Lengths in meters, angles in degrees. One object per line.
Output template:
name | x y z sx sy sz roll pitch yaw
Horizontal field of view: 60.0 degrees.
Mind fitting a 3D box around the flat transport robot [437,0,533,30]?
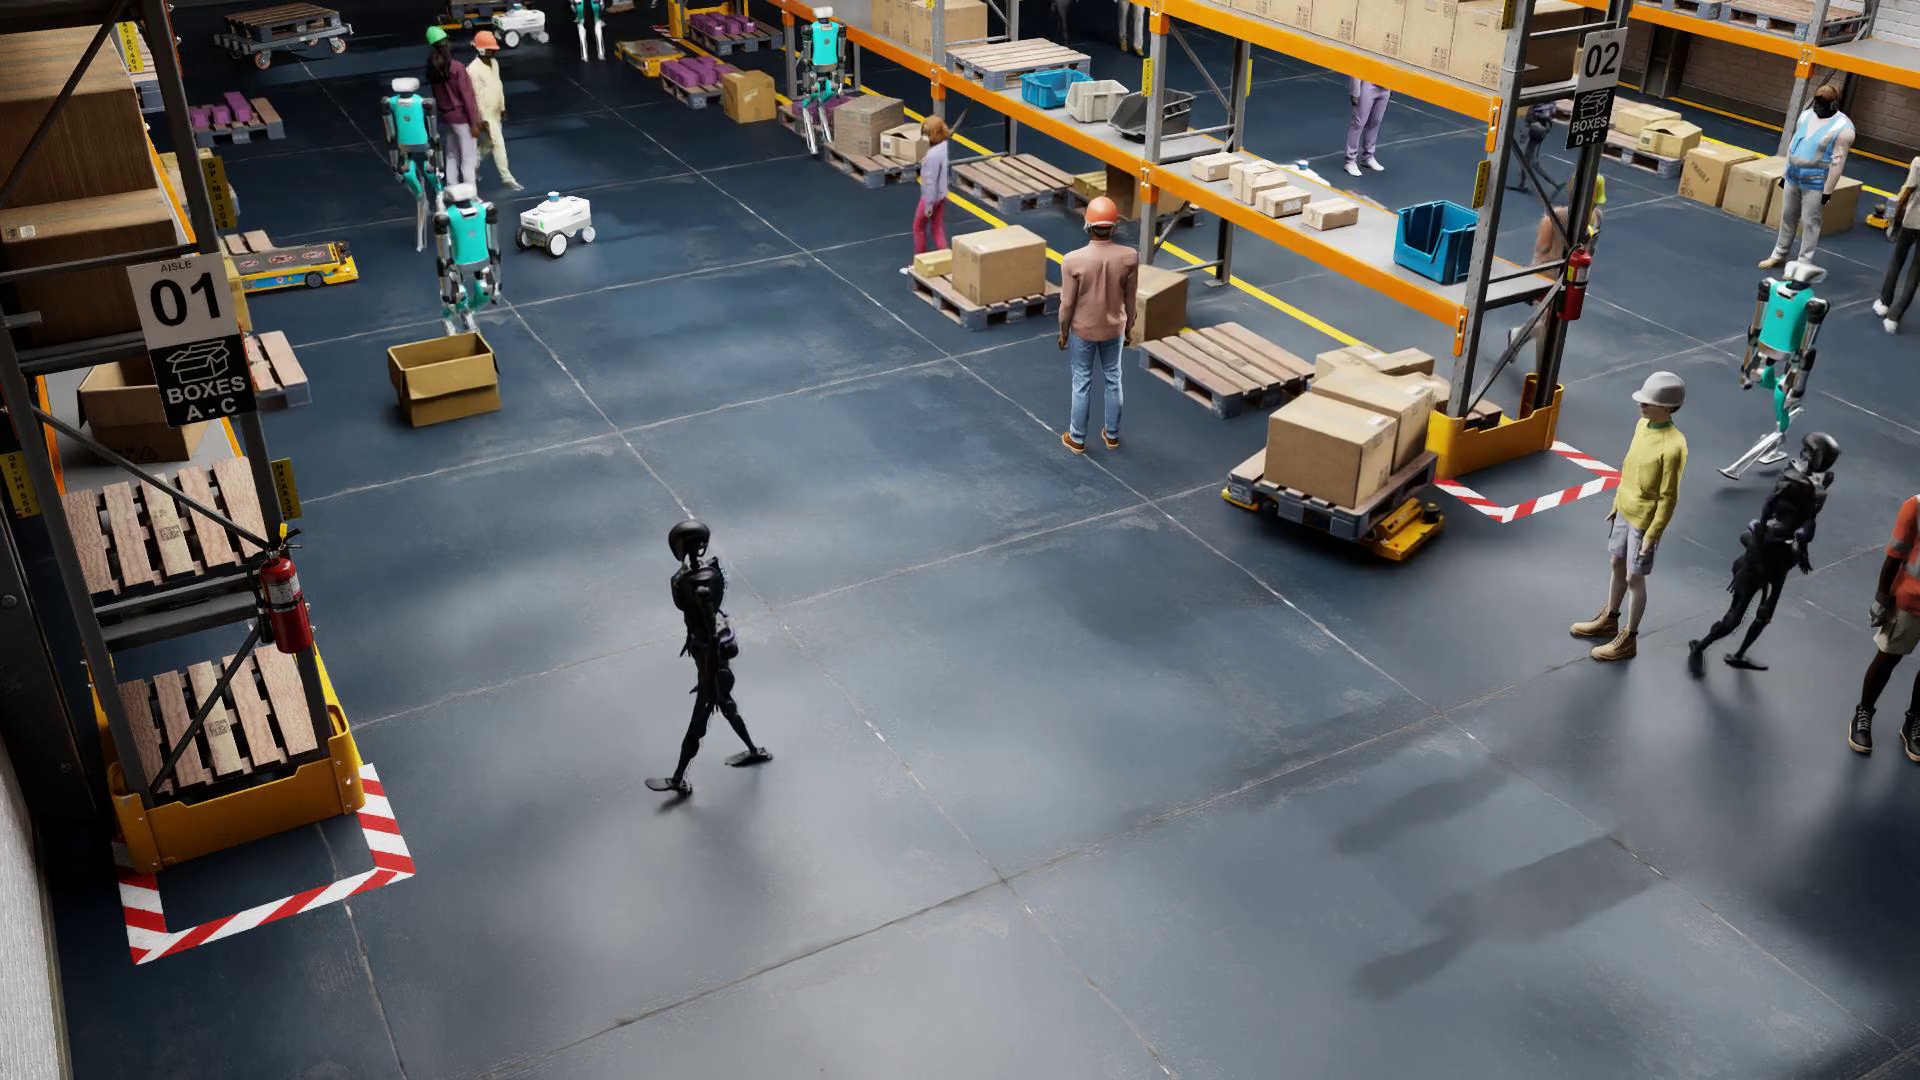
flat transport robot | -7.189 -7.967 25.279 1.431 0.231 0.659 -10 31 -17

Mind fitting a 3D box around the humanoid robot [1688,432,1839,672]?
humanoid robot | 4.791 0.067 9.888 0.618 1.645 0.476 -16 34 -26

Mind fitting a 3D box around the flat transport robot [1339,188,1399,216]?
flat transport robot | 4.065 -3.329 17.205 0.659 0.231 1.431 -9 31 -16

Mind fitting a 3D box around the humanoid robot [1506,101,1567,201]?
humanoid robot | 6.314 -4.501 17.853 0.666 1.622 0.589 18 34 28

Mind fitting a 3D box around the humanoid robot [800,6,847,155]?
humanoid robot | -1.618 -5.286 19.003 0.533 1.677 0.735 -12 32 -21

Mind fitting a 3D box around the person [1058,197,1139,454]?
person | 1.024 -1.590 12.448 0.611 1.994 0.379 -7 31 -12

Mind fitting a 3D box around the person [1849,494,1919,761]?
person | 5.341 0.340 9.128 0.605 1.958 0.374 8 31 13

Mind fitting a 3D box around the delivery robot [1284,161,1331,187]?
delivery robot | 3.606 -3.675 17.539 0.499 0.614 0.815 -10 31 -17

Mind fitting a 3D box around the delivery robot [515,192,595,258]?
delivery robot | -4.047 -3.180 16.653 0.499 0.589 0.782 19 35 29

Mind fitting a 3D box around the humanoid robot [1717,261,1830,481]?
humanoid robot | 6.002 -1.215 12.051 1.028 1.733 0.549 -15 33 -24

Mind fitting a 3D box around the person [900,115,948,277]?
person | -0.290 -3.262 15.744 0.553 1.594 0.583 11 32 18

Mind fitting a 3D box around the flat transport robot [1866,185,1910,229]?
flat transport robot | 10.064 -3.143 16.881 0.659 0.231 1.431 -15 33 -25

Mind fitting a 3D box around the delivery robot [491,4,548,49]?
delivery robot | -6.399 -7.444 24.096 0.812 0.609 0.499 -20 35 -31

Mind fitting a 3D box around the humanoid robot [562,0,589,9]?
humanoid robot | -6.116 -9.139 25.930 0.592 1.634 0.546 -1 30 -2

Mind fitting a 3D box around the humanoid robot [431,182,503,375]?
humanoid robot | -4.052 -2.136 13.520 0.533 1.677 0.736 -23 37 -34

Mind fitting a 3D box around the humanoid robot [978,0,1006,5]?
humanoid robot | 0.550 -9.273 26.177 0.778 1.620 0.611 -12 32 -20

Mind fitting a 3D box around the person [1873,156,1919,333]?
person | 8.476 -2.784 14.689 0.534 1.825 0.790 11 32 19

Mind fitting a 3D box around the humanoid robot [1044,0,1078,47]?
humanoid robot | 1.372 -7.663 23.384 0.671 1.641 0.611 25 38 36

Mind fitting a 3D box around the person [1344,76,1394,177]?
person | 4.615 -5.030 18.525 0.651 1.905 0.406 -19 35 -29

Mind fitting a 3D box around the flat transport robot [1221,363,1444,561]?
flat transport robot | 2.652 -0.268 11.876 1.431 0.231 0.659 22 37 34

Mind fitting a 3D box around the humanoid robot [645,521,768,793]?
humanoid robot | -1.415 0.612 8.962 0.750 1.623 0.608 -11 32 -18

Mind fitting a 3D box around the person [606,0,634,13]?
person | -5.382 -9.075 25.669 0.691 1.803 0.643 -21 36 -32

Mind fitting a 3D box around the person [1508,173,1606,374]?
person | 4.821 -2.141 13.527 0.593 1.884 0.729 -13 32 -21

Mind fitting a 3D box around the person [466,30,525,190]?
person | -5.184 -4.686 18.114 0.739 1.718 0.562 8 31 14

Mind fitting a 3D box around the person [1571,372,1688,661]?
person | 4.100 -0.146 10.038 0.381 1.889 0.485 -4 30 -7

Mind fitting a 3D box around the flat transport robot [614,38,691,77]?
flat transport robot | -4.261 -6.701 23.075 0.659 0.231 1.431 -15 33 -25

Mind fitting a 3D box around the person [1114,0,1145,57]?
person | 2.411 -7.716 23.255 0.586 1.844 0.928 -4 30 -7

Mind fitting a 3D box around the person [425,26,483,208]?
person | -5.242 -4.364 17.374 0.697 1.905 0.395 15 33 24

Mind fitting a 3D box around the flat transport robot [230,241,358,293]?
flat transport robot | -6.538 -2.568 15.880 1.431 0.231 0.659 -12 32 -21

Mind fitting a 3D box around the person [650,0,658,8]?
person | -4.706 -9.236 25.992 0.569 1.754 0.320 -5 30 -8

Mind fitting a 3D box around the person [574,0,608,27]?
person | -5.618 -8.665 24.953 0.524 1.813 0.681 -13 32 -21

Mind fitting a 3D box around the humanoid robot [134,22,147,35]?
humanoid robot | -10.946 -6.956 22.153 0.602 1.633 0.747 -21 36 -32

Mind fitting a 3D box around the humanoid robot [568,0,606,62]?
humanoid robot | -5.180 -7.530 23.014 0.536 1.742 0.720 -7 31 -13

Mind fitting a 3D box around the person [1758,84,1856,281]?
person | 8.022 -3.394 15.751 0.429 1.835 0.627 -11 32 -18

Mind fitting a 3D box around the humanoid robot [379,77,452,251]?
humanoid robot | -5.309 -3.755 16.458 0.554 1.754 0.742 -1 30 -2
